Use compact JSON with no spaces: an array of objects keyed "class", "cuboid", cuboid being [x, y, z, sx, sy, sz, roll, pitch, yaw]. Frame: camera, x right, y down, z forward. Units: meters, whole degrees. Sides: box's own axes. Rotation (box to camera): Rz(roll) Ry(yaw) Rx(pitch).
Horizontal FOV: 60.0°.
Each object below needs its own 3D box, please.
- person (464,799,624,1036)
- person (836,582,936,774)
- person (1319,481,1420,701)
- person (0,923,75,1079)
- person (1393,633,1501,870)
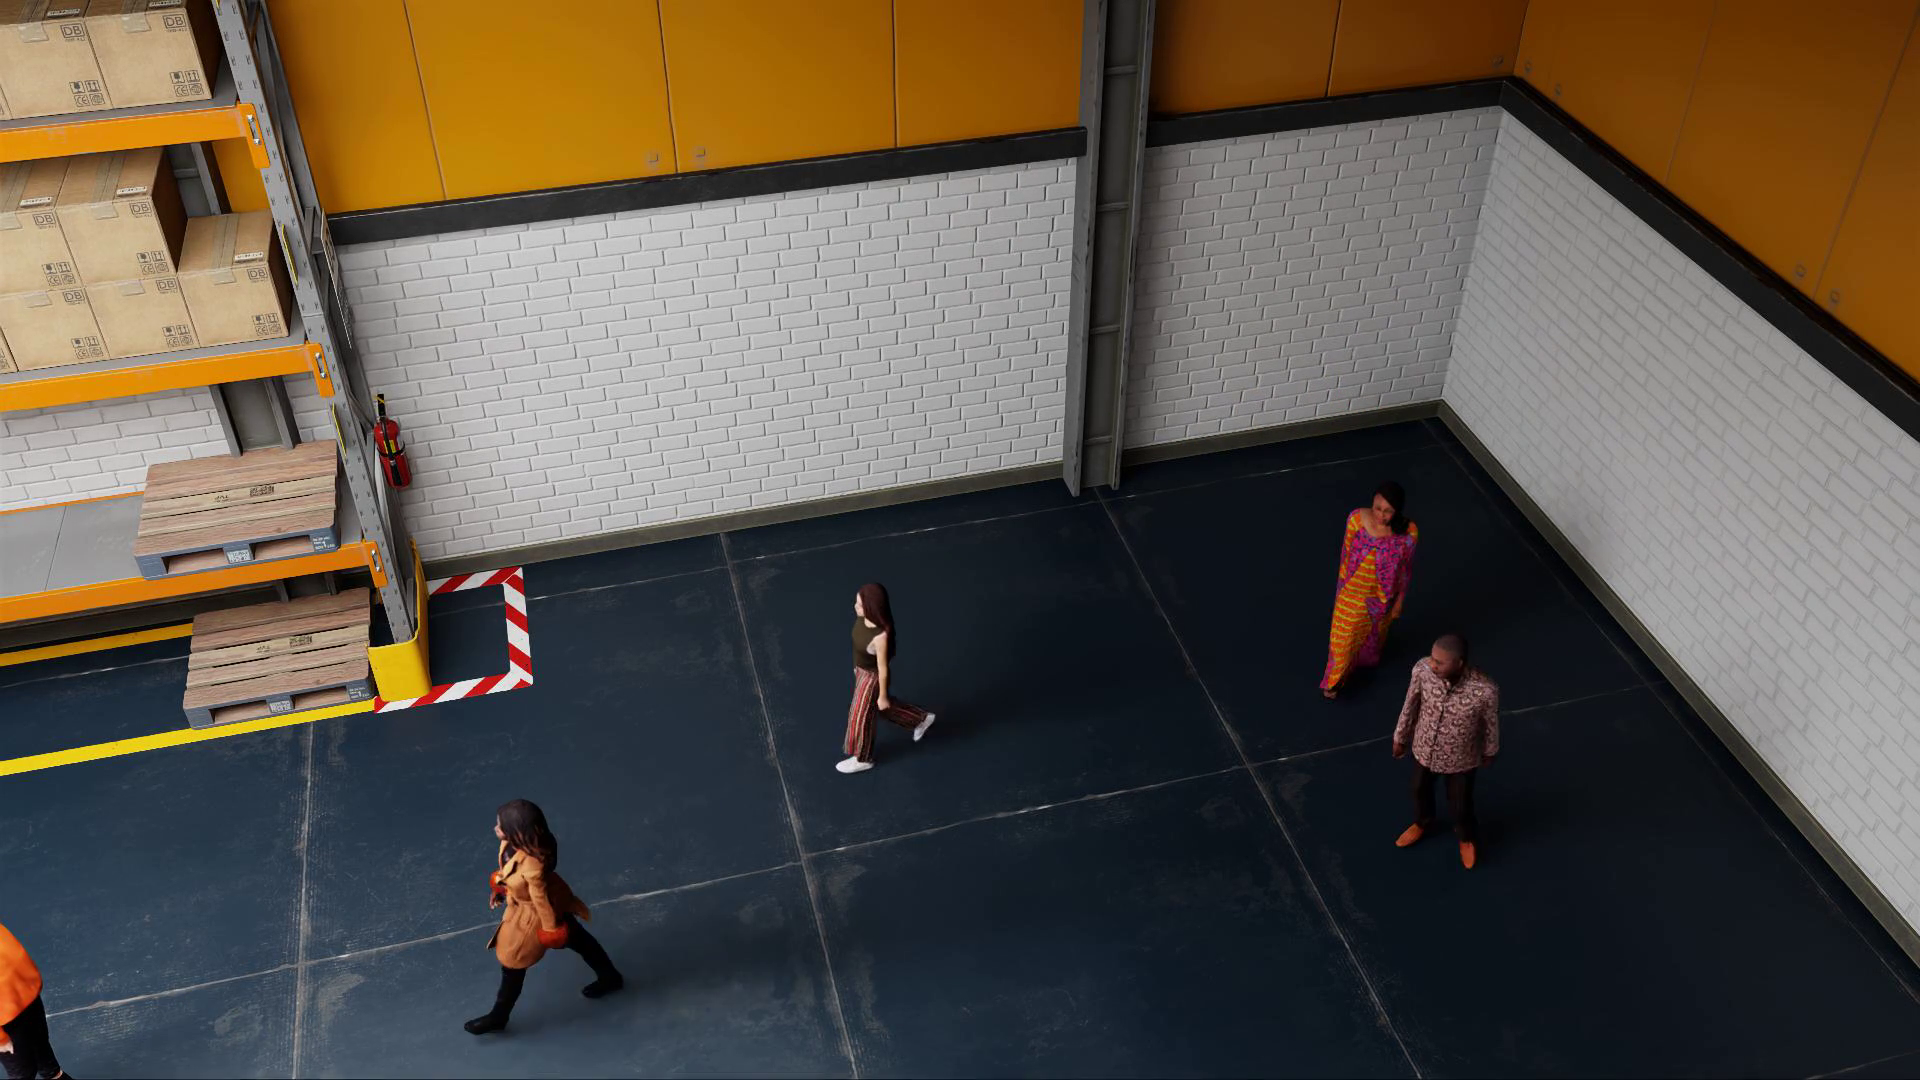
[{"class":"person","cuboid":[-2.175,2.002,9.022,1.113,1.683,0.714,-10,40,-13]},{"class":"person","cuboid":[-0.484,0.849,10.572,0.904,1.551,0.556,-11,40,-14]},{"class":"person","cuboid":[2.817,0.235,11.242,1.073,1.674,1.040,11,40,14]},{"class":"person","cuboid":[-4.852,2.400,8.470,0.604,1.750,0.652,-3,39,-4]},{"class":"person","cuboid":[2.951,1.213,9.938,0.915,1.773,0.955,13,40,15]}]
